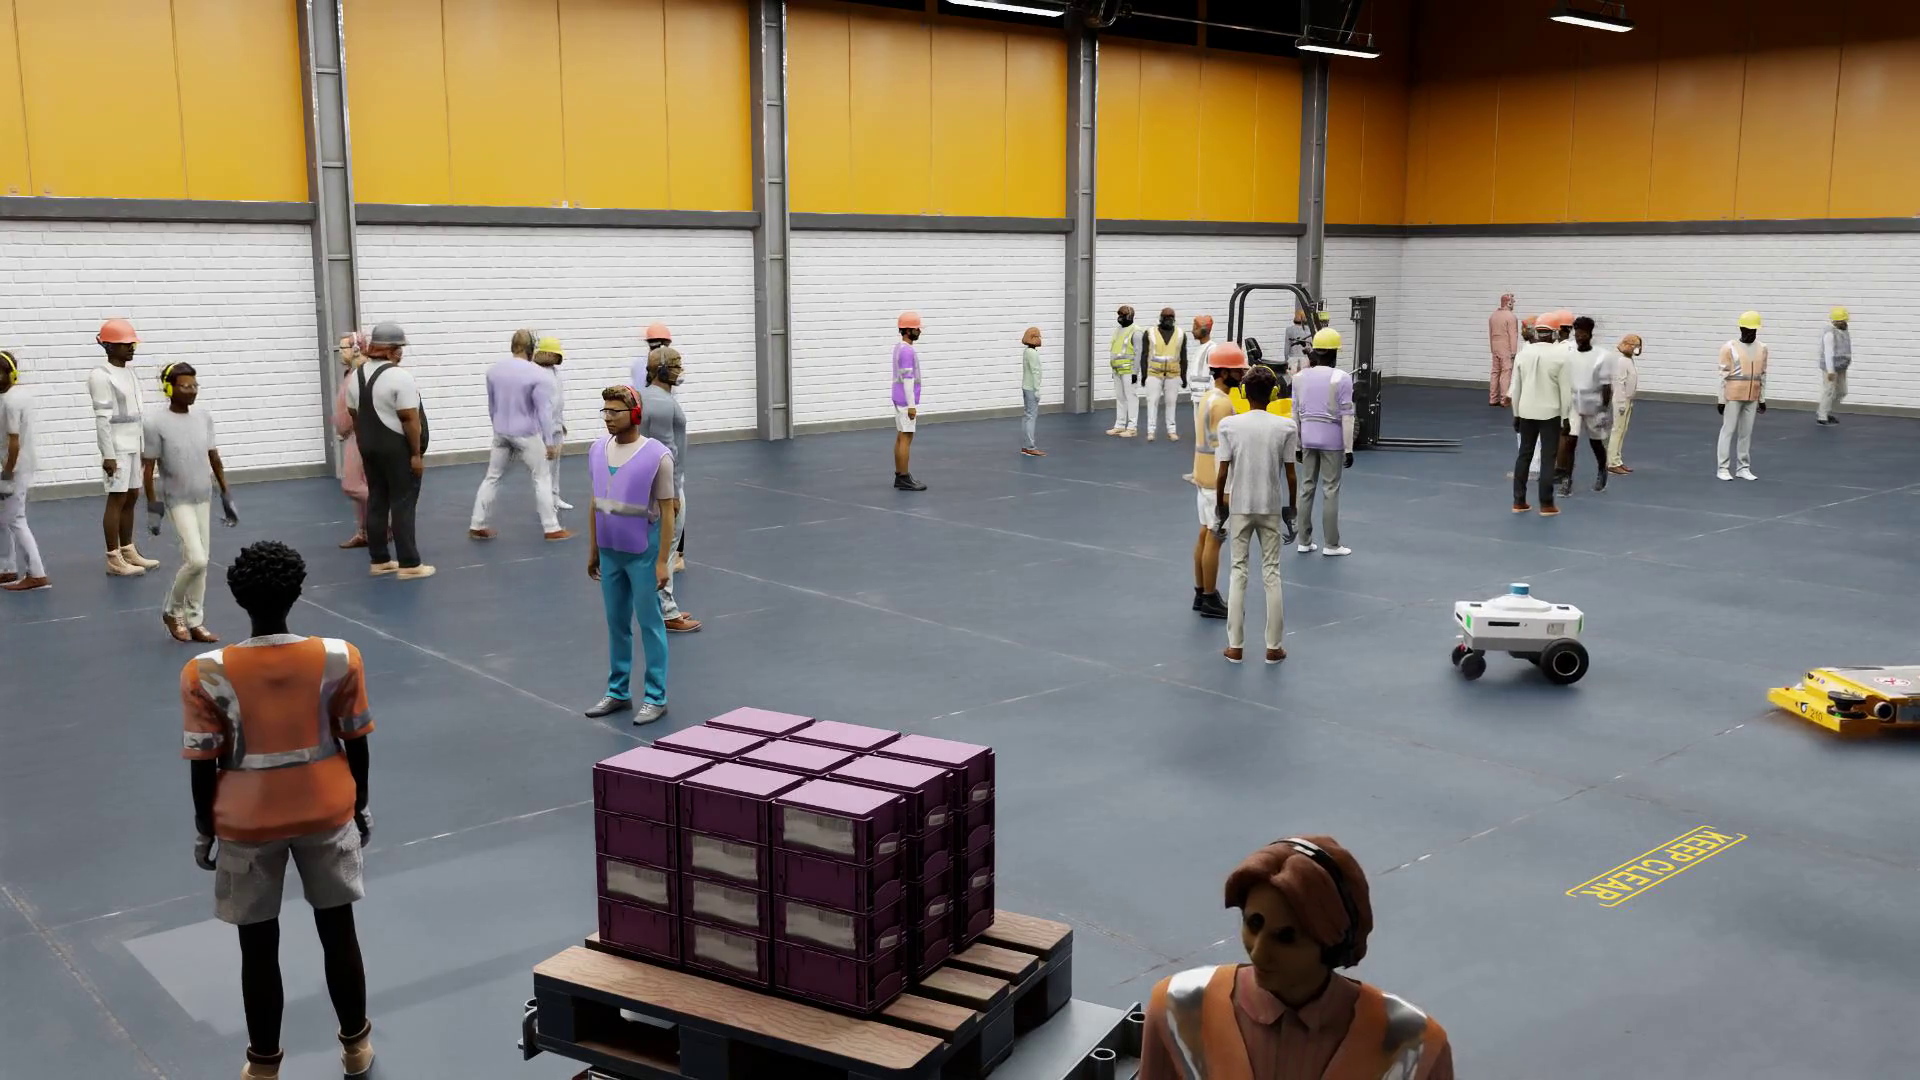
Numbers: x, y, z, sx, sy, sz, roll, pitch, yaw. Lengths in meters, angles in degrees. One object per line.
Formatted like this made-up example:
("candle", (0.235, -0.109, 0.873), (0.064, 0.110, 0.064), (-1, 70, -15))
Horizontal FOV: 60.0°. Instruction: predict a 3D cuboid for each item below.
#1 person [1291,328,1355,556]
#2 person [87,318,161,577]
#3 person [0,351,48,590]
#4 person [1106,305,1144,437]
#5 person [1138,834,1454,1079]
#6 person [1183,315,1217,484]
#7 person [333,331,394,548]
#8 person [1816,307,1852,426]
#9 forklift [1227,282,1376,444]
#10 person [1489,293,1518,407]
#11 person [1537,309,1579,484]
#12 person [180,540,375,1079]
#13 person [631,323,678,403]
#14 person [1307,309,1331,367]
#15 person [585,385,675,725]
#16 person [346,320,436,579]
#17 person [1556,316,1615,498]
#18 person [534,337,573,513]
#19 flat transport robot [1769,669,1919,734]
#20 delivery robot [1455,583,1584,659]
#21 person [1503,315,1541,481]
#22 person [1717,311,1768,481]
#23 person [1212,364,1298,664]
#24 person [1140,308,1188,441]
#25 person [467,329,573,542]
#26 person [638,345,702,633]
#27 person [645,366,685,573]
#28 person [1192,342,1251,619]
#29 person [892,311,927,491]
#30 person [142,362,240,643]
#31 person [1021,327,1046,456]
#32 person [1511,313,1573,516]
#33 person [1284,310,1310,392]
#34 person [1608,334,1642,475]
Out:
("person", (3.077, -0.824, 14.089), (0.586, 1.930, 0.357), (9, 13, 42))
("person", (-6.640, -0.736, 13.243), (0.391, 2.041, 0.615), (-1, 10, -3))
("person", (-7.222, -0.496, 12.483), (0.580, 1.829, 0.583), (-6, 11, -32))
("person", (2.323, -2.373, 23.414), (0.429, 1.845, 0.622), (-5, 11, -27))
("person", (0.529, 1.263, 2.731), (0.515, 1.636, 0.314), (3, 10, 17))
("person", (2.717, -1.560, 18.539), (0.339, 1.879, 0.584), (-1, 10, -9))
("person", (-5.167, -0.856, 14.391), (0.480, 1.892, 0.647), (-4, 11, -23))
("person", (12.991, -2.565, 24.700), (0.615, 1.790, 0.451), (-8, 12, -38))
("forklift", (4.328, -2.346, 22.227), (2.313, 2.155, 1.214), (3, 10, 16))
("person", (9.175, -3.185, 27.983), (0.407, 1.908, 0.641), (-3, 10, -19))
("person", (6.695, -1.597, 18.580), (0.355, 1.942, 0.543), (6, 11, 32))
("person", (-2.030, 0.844, 5.003), (0.539, 1.695, 0.318), (-6, 11, -30))
("person", (-2.859, -1.070, 15.622), (0.596, 1.908, 0.566), (6, 12, 33))
("person", (5.367, -2.648, 25.305), (0.701, 1.744, 0.529), (-3, 10, -16))
("person", (-1.787, 0.075, 9.067), (0.563, 1.847, 0.389), (6, 11, 30))
("person", (-4.463, -0.721, 13.163), (0.688, 2.000, 0.536), (6, 11, 32))
("person", (6.672, -1.426, 17.674), (0.595, 1.926, 0.955), (8, 13, 40))
("person", (-4.052, -1.143, 16.507), (0.306, 1.741, 0.484), (3, 10, 16))
("flat transport robot", (5.292, 0.859, 9.085), (1.431, 0.197, 0.652), (-1, 10, -5))
("delivery robot", (3.365, 0.504, 10.036), (0.707, 0.478, 0.477), (1, 9, 5))
("person", (6.488, -1.616, 18.920), (0.438, 1.868, 0.656), (-1, 10, -6))
("person", (8.845, -1.621, 18.794), (0.580, 1.918, 0.390), (-2, 10, -12))
("person", (1.841, -0.156, 10.369), (0.534, 1.863, 0.310), (1, 10, 9))
("person", (2.806, -2.265, 22.821), (0.662, 1.827, 0.454), (0, 10, -1))
("person", (-3.915, -0.909, 14.757), (0.803, 1.889, 0.562), (4, 10, 20))
("person", (-1.989, -0.344, 11.252), (0.373, 1.940, 0.629), (-3, 10, -18))
("person", (-2.382, -0.577, 13.327), (0.316, 1.696, 0.540), (-5, 11, -28))
("person", (1.835, -0.421, 11.703), (0.375, 1.938, 0.548), (0, 10, -1))
("person", (-0.557, -1.508, 18.064), (0.361, 1.940, 0.543), (-2, 10, -11))
("person", (-4.990, -0.232, 10.847), (0.399, 1.855, 0.523), (4, 10, 22))
("person", (0.928, -1.895, 21.215), (0.283, 1.636, 0.500), (-2, 10, -11))
("person", (5.723, -1.234, 16.352), (0.405, 1.985, 0.615), (-9, 13, -41))
("person", (5.721, -3.057, 28.029), (0.509, 1.632, 0.267), (3, 10, 17))
("person", (7.764, -1.586, 19.417), (0.280, 1.633, 0.498), (6, 12, 33))
